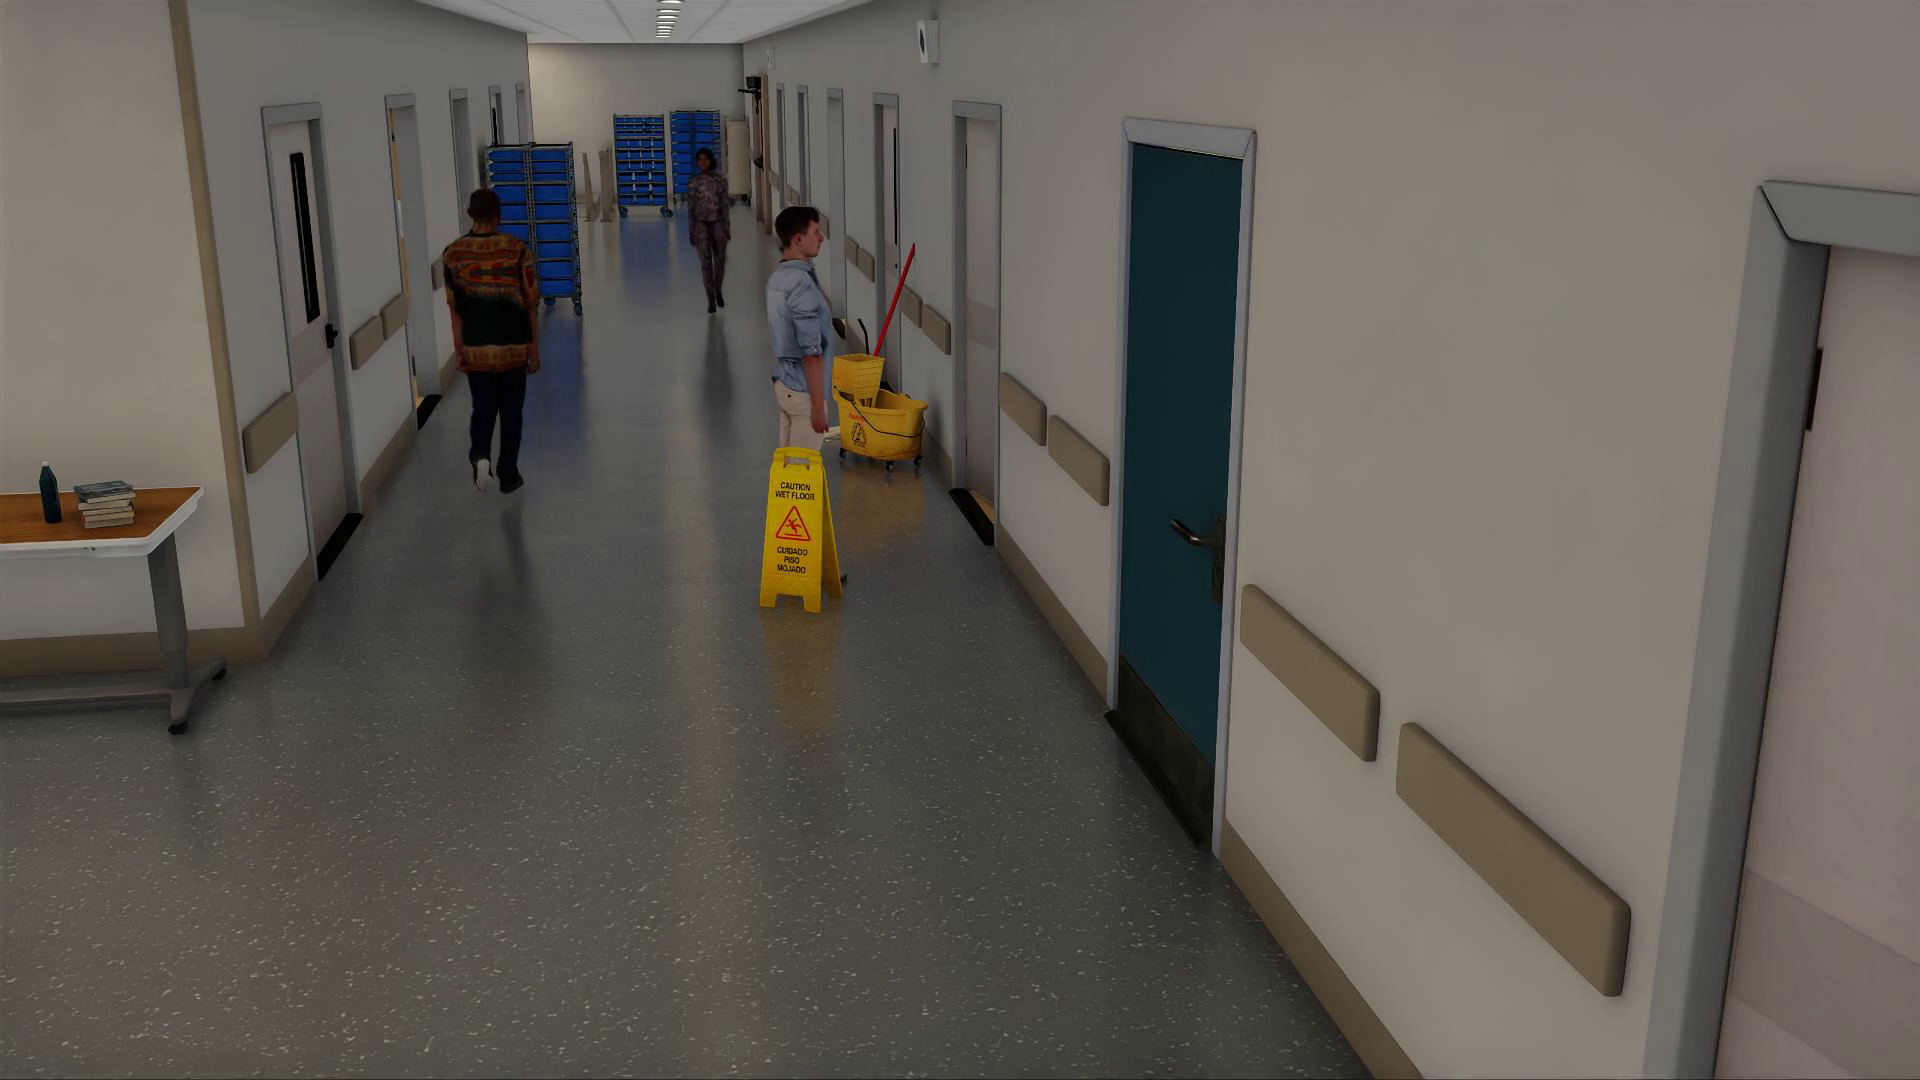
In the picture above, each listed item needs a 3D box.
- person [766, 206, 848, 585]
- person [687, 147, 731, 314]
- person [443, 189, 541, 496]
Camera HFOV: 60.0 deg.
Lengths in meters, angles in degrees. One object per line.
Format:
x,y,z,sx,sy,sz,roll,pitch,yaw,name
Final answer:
-0.793,-0.724,8.251,0.751,1.847,0.538,-6,17,-20,person
-2.614,-3.231,17.408,0.596,1.702,0.635,-2,16,-6,person
-2.706,-1.113,9.654,0.732,1.794,0.906,-1,16,-4,person
